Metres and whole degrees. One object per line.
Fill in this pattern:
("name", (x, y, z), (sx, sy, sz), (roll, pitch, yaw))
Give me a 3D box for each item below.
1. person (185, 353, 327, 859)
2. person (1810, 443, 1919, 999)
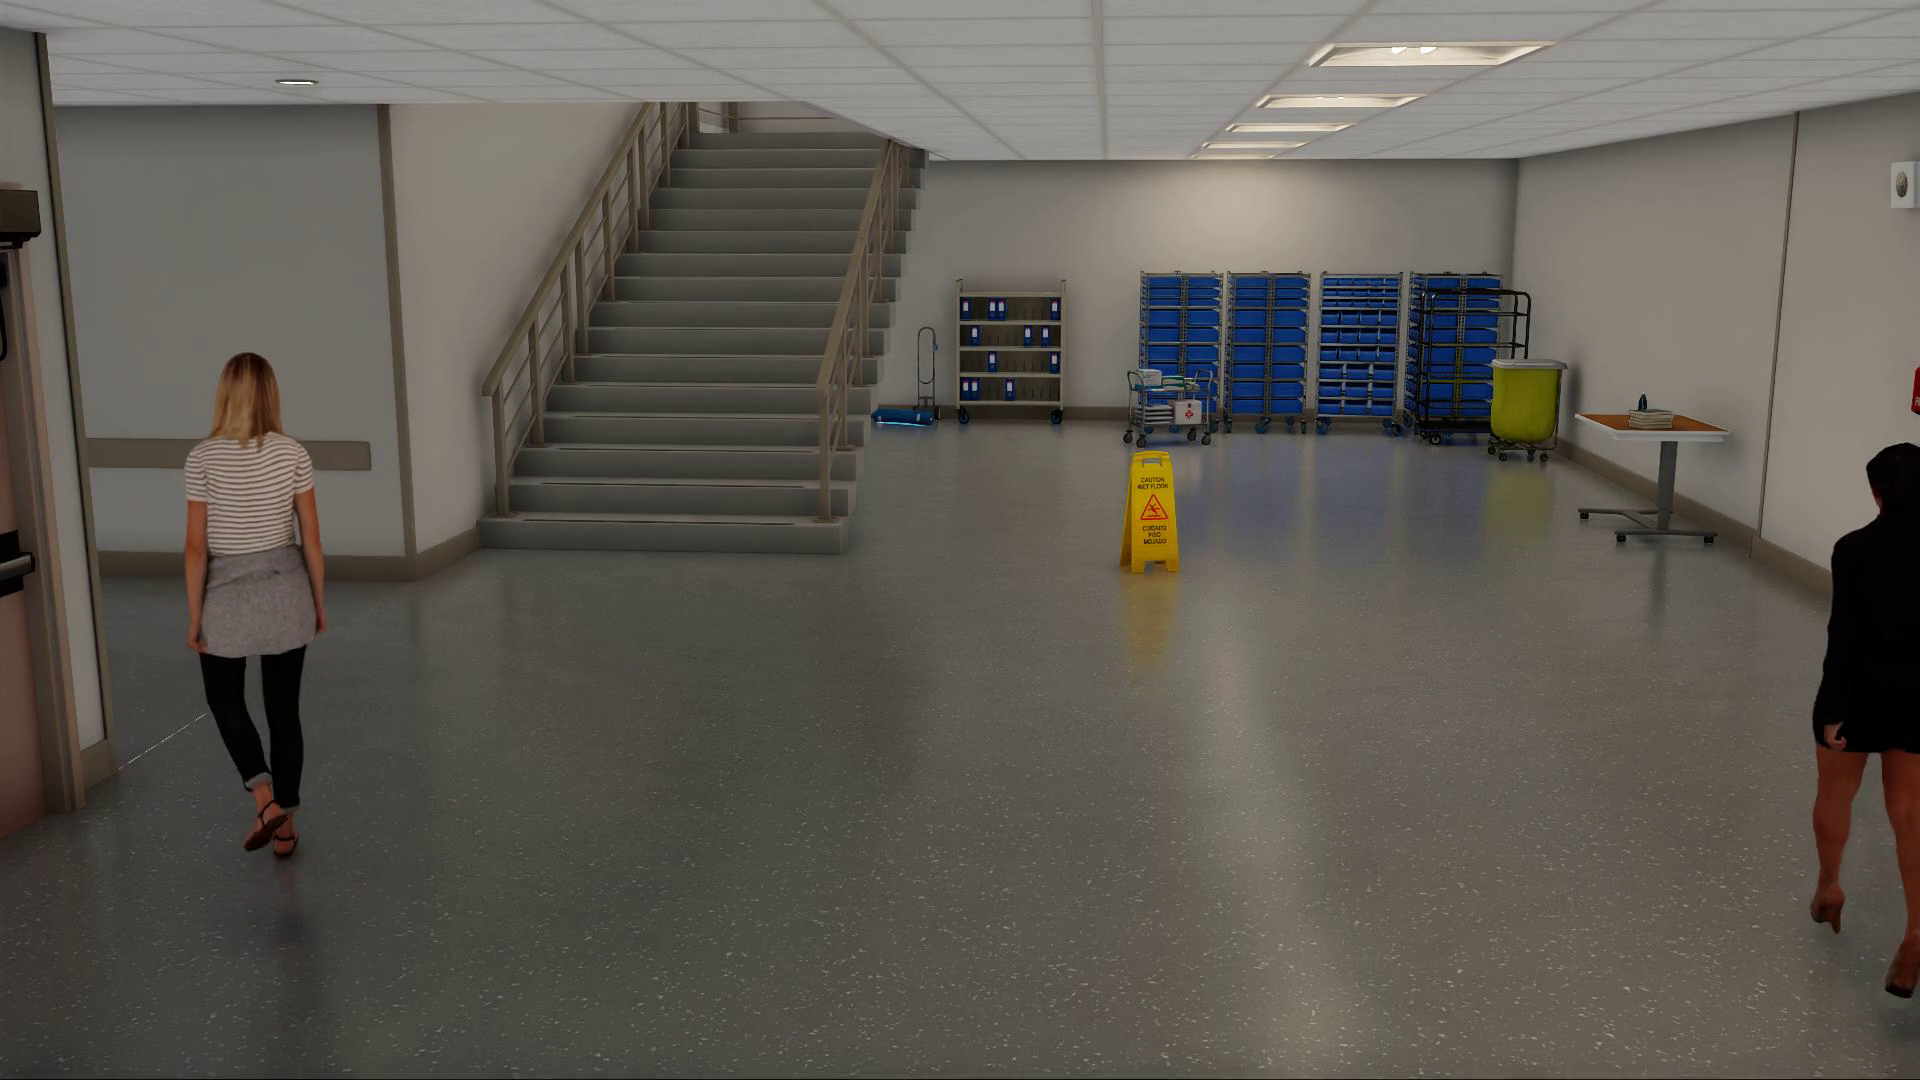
("person", (-2.438, 0.273, 5.806), (0.817, 1.814, 0.882), (-7, 13, -32))
("person", (2.749, 0.556, 4.886), (0.688, 1.601, 1.076), (3, 11, 14))
